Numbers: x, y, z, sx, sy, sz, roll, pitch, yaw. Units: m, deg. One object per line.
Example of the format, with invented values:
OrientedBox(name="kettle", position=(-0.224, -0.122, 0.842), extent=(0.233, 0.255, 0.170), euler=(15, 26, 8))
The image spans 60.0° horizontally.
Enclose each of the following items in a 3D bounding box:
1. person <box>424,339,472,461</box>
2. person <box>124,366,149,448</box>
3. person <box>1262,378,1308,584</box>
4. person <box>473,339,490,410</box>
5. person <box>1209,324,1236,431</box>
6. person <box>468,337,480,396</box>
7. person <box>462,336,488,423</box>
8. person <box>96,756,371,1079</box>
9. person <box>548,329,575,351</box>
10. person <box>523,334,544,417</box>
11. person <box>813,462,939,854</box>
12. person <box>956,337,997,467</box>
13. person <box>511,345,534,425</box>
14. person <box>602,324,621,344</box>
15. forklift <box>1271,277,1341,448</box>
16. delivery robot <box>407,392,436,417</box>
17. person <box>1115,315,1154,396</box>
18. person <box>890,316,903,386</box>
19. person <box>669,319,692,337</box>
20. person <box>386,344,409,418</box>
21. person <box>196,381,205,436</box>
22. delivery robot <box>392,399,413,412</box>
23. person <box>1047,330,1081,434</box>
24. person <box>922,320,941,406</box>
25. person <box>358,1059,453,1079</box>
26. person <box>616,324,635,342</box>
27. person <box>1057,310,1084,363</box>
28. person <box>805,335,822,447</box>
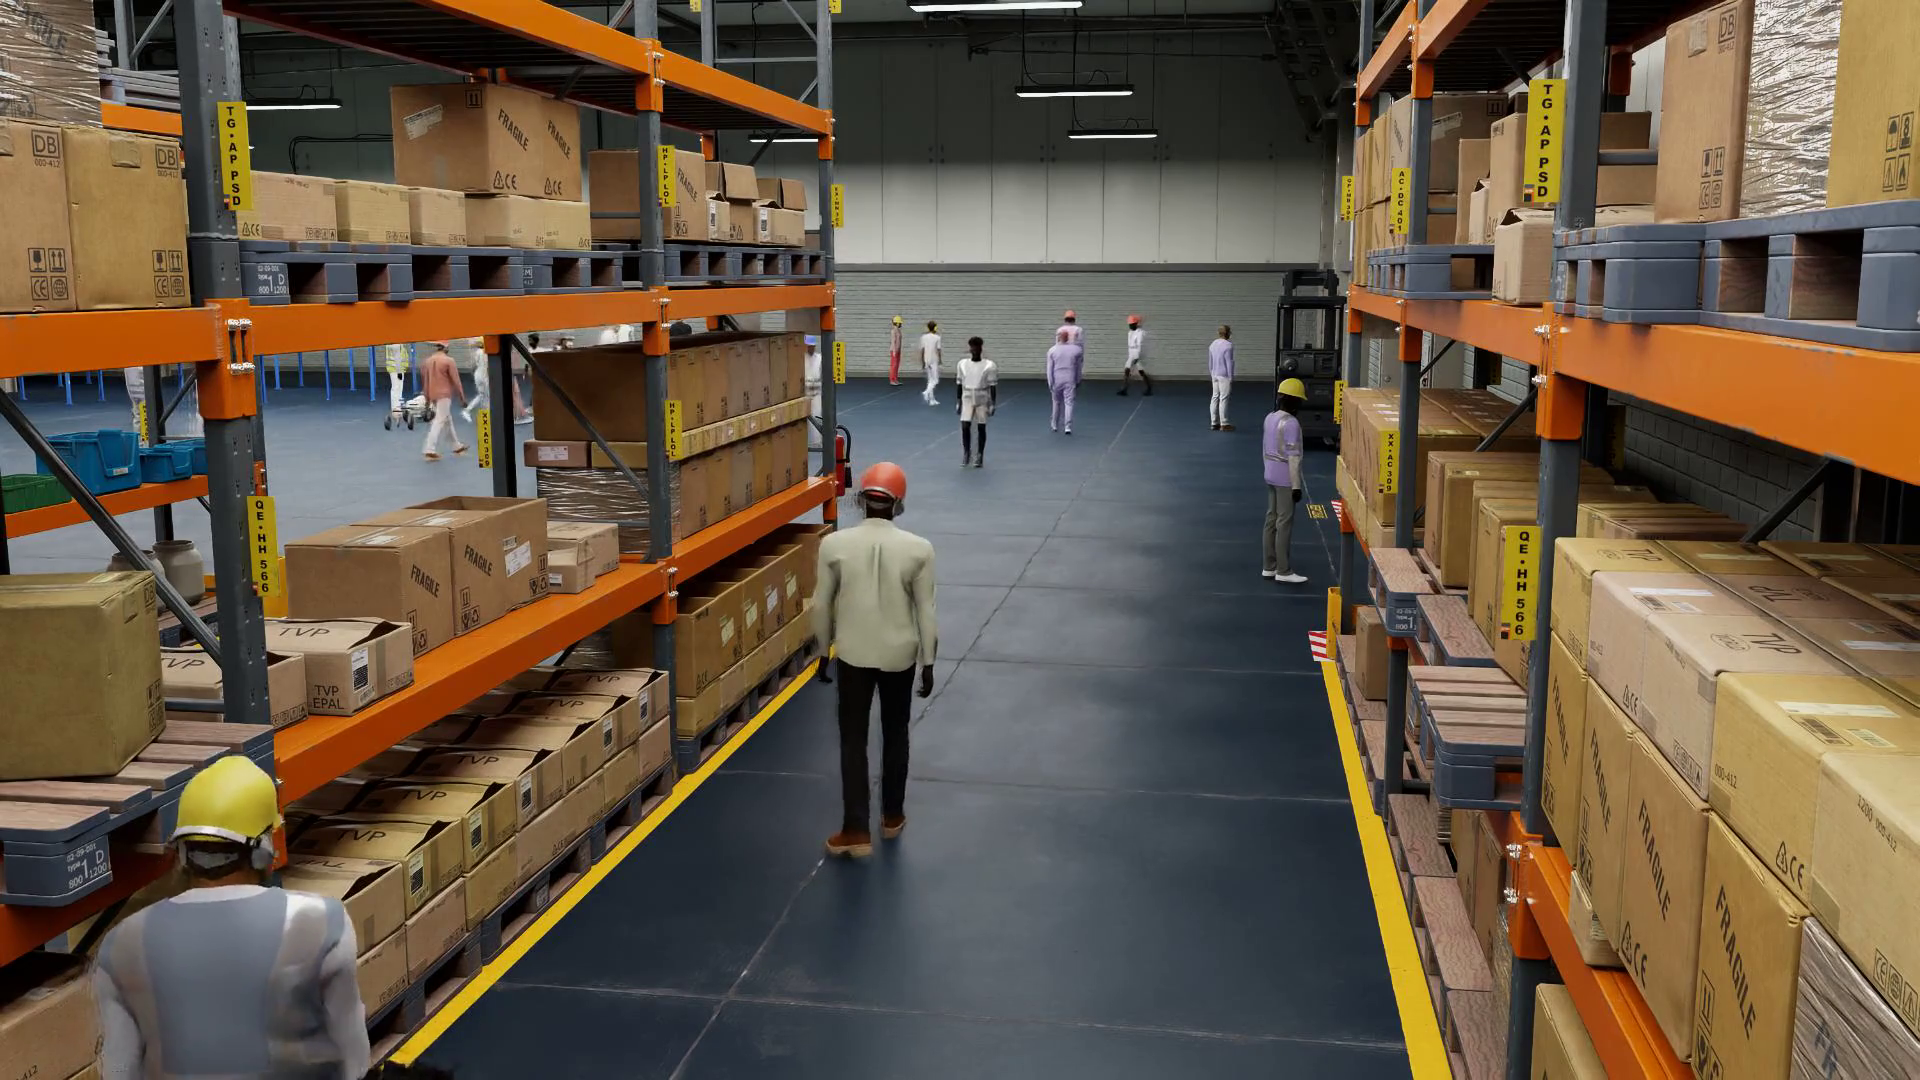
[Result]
OrientedBox(name="person", position=(-8.003, -2.220, 25.829), extent=(0.621, 1.942, 1.014), euler=(7, 11, 36))
OrientedBox(name="person", position=(-12.981, -2.275, 26.476), extent=(0.590, 1.837, 0.404), euler=(4, 10, 23))
OrientedBox(name="person", position=(3.063, -0.563, 15.668), extent=(0.382, 1.917, 0.585), euler=(-3, 10, -16))
OrientedBox(name="person", position=(-9.558, -3.458, 33.885), extent=(0.674, 1.808, 0.673), euler=(1, 9, 5))
OrientedBox(name="person", position=(4.813, -2.980, 30.511), extent=(0.372, 1.941, 0.627), euler=(-5, 10, -27))
OrientedBox(name="person", position=(-11.135, -4.241, 38.666), extent=(0.561, 1.821, 0.857), euler=(-2, 9, -11))
OrientedBox(name="person", position=(-9.303, -3.124, 32.098), extent=(0.624, 1.721, 0.497), euler=(-5, 10, -27))
OrientedBox(name="person", position=(-1.706, 1.411, 3.924), extent=(0.573, 1.787, 0.913), euler=(0, 9, -3))
OrientedBox(name="person", position=(-6.591, -2.562, 27.748), extent=(0.683, 2.000, 0.957), euler=(-6, 11, -31))
OrientedBox(name="person", position=(-8.598, -3.332, 33.567), extent=(0.539, 1.645, 0.849), euler=(8, 12, 39))
OrientedBox(name="person", position=(-0.425, 0.600, 8.433), extent=(0.635, 1.958, 0.727), euler=(-1, 9, -5))
OrientedBox(name="person", position=(0.210, -2.035, 24.665), extent=(0.642, 1.936, 0.819), euler=(2, 9, 12))
OrientedBox(name="person", position=(-8.501, -3.082, 31.395), extent=(0.979, 1.846, 0.675), euler=(-9, 13, -43))
OrientedBox(name="person", position=(-7.625, -3.938, 36.710), extent=(0.908, 1.844, 0.709), euler=(-3, 10, -19))
OrientedBox(name="forklift", position=(5.847, -3.016, 27.970), extent=(1.129, 2.768, 1.873), euler=(1, 9, 9))
OrientedBox(name="delivery robot", position=(-10.518, -2.646, 32.547), extent=(0.477, 0.478, 0.707), euler=(2, 9, 11))
OrientedBox(name="person", position=(4.134, -4.319, 38.935), extent=(0.973, 1.896, 0.542), euler=(-6, 11, -32))
OrientedBox(name="person", position=(-1.609, -4.829, 42.478), extent=(0.338, 1.757, 0.518), euler=(3, 10, 15))
OrientedBox(name="person", position=(-6.719, -4.541, 39.980), extent=(0.608, 1.989, 0.386), euler=(-1, 9, -7))
OrientedBox(name="person", position=(-11.269, -3.383, 33.340), extent=(0.430, 1.836, 0.619), euler=(-4, 10, -23))
OrientedBox(name="person", position=(-10.352, -1.692, 22.932), extent=(0.594, 1.829, 1.025), euler=(9, 13, 44))
OrientedBox(name="delivery robot", position=(-10.411, -2.521, 30.977), extent=(0.335, 0.223, 0.698), euler=(-1, 9, -5))
OrientedBox(name="person", position=(1.875, -2.854, 30.011), extent=(0.639, 1.856, 1.015), euler=(0, 9, -2))
OrientedBox(name="person", position=(-0.650, -3.835, 36.050), extent=(0.518, 1.858, 0.611), euler=(6, 11, 33))
OrientedBox(name="person", position=(-0.849, 1.641, 2.819), extent=(0.540, 1.682, 0.428), euler=(1, 9, 6))
OrientedBox(name="person", position=(-8.106, -4.514, 39.972), extent=(0.602, 1.938, 0.401), euler=(-4, 10, -21))
OrientedBox(name="person", position=(2.521, -4.286, 38.340), extent=(0.611, 2.020, 0.910), euler=(3, 10, 20))
OrientedBox(name="person", position=(-2.491, -2.427, 27.168), extent=(0.620, 1.920, 0.832), euler=(-4, 10, -24))
